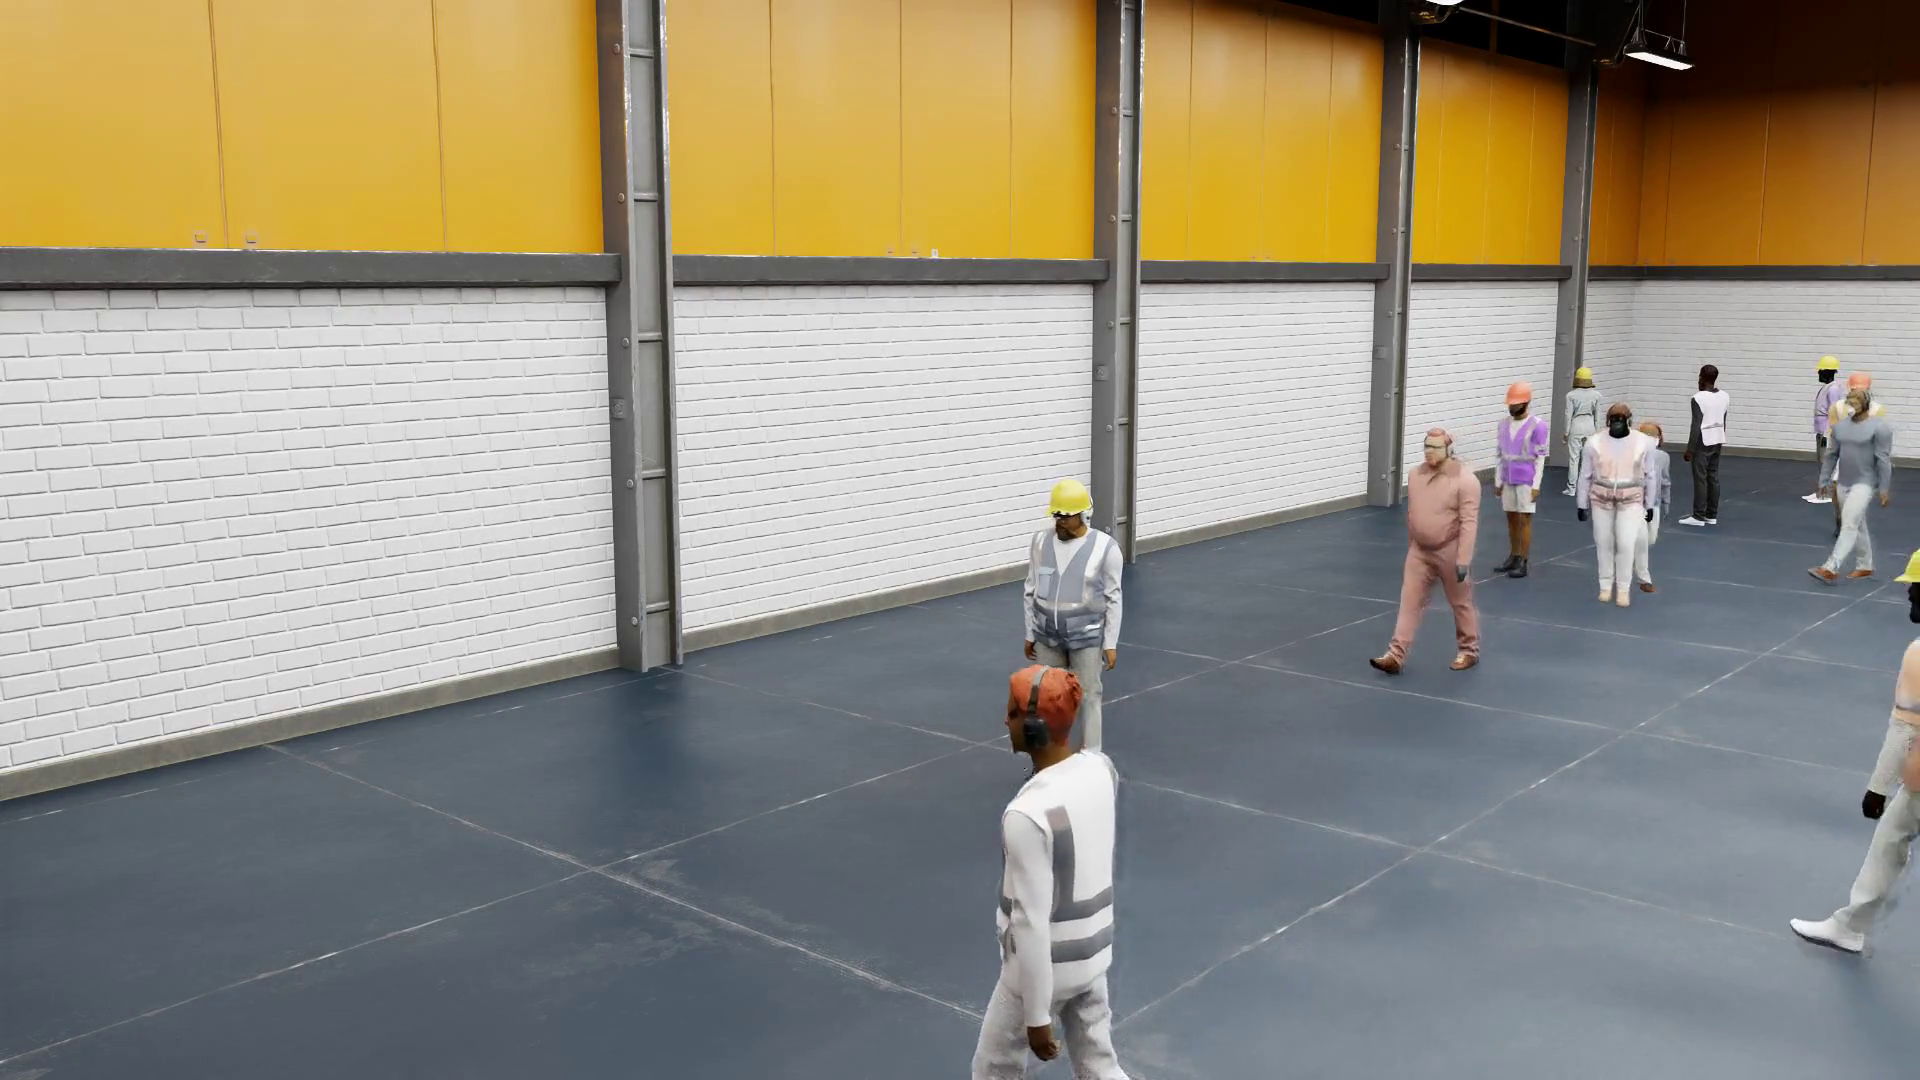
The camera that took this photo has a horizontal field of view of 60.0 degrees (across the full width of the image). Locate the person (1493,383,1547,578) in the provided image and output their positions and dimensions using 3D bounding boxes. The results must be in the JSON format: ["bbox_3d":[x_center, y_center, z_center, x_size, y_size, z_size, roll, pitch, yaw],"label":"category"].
[{"bbox_3d":[5.492,-0.584,16.455,0.565,1.914,0.551,-6,11,-31],"label":"person"}]

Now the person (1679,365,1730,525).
[{"bbox_3d":[8.887,-1.126,19.815,0.590,1.919,0.392,-5,10,-30],"label":"person"}]

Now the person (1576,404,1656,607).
[{"bbox_3d":[5.887,-0.310,14.976,0.660,1.819,0.699,4,10,26],"label":"person"}]

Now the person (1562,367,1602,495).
[{"bbox_3d":[8.403,-1.466,22.492,0.486,1.745,0.289,0,9,0],"label":"person"}]

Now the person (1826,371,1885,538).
[{"bbox_3d":[9.968,-0.927,18.554,0.583,1.917,0.550,5,11,30],"label":"person"}]

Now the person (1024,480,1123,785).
[{"bbox_3d":[0.630,0.552,9.580,0.587,1.821,0.404,4,10,26],"label":"person"}]

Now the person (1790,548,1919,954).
[{"bbox_3d":[4.062,0.944,6.954,0.604,1.877,0.984,-8,12,-40],"label":"person"}]

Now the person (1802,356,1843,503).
[{"bbox_3d":[11.312,-1.441,21.751,0.357,1.930,0.586,3,9,17],"label":"person"}]

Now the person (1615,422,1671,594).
[{"bbox_3d":[6.467,-0.332,15.798,0.504,1.612,0.698,-2,9,-14],"label":"person"}]

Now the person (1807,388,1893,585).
[{"bbox_3d":[8.547,-0.513,16.048,0.993,1.889,0.660,-3,9,-17],"label":"person"}]

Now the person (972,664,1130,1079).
[{"bbox_3d":[0.336,1.277,4.970,0.918,1.849,0.575,6,11,35],"label":"person"}]

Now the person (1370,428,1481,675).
[{"bbox_3d":[3.539,0.093,12.383,1.010,1.851,0.665,-7,12,-39],"label":"person"}]
